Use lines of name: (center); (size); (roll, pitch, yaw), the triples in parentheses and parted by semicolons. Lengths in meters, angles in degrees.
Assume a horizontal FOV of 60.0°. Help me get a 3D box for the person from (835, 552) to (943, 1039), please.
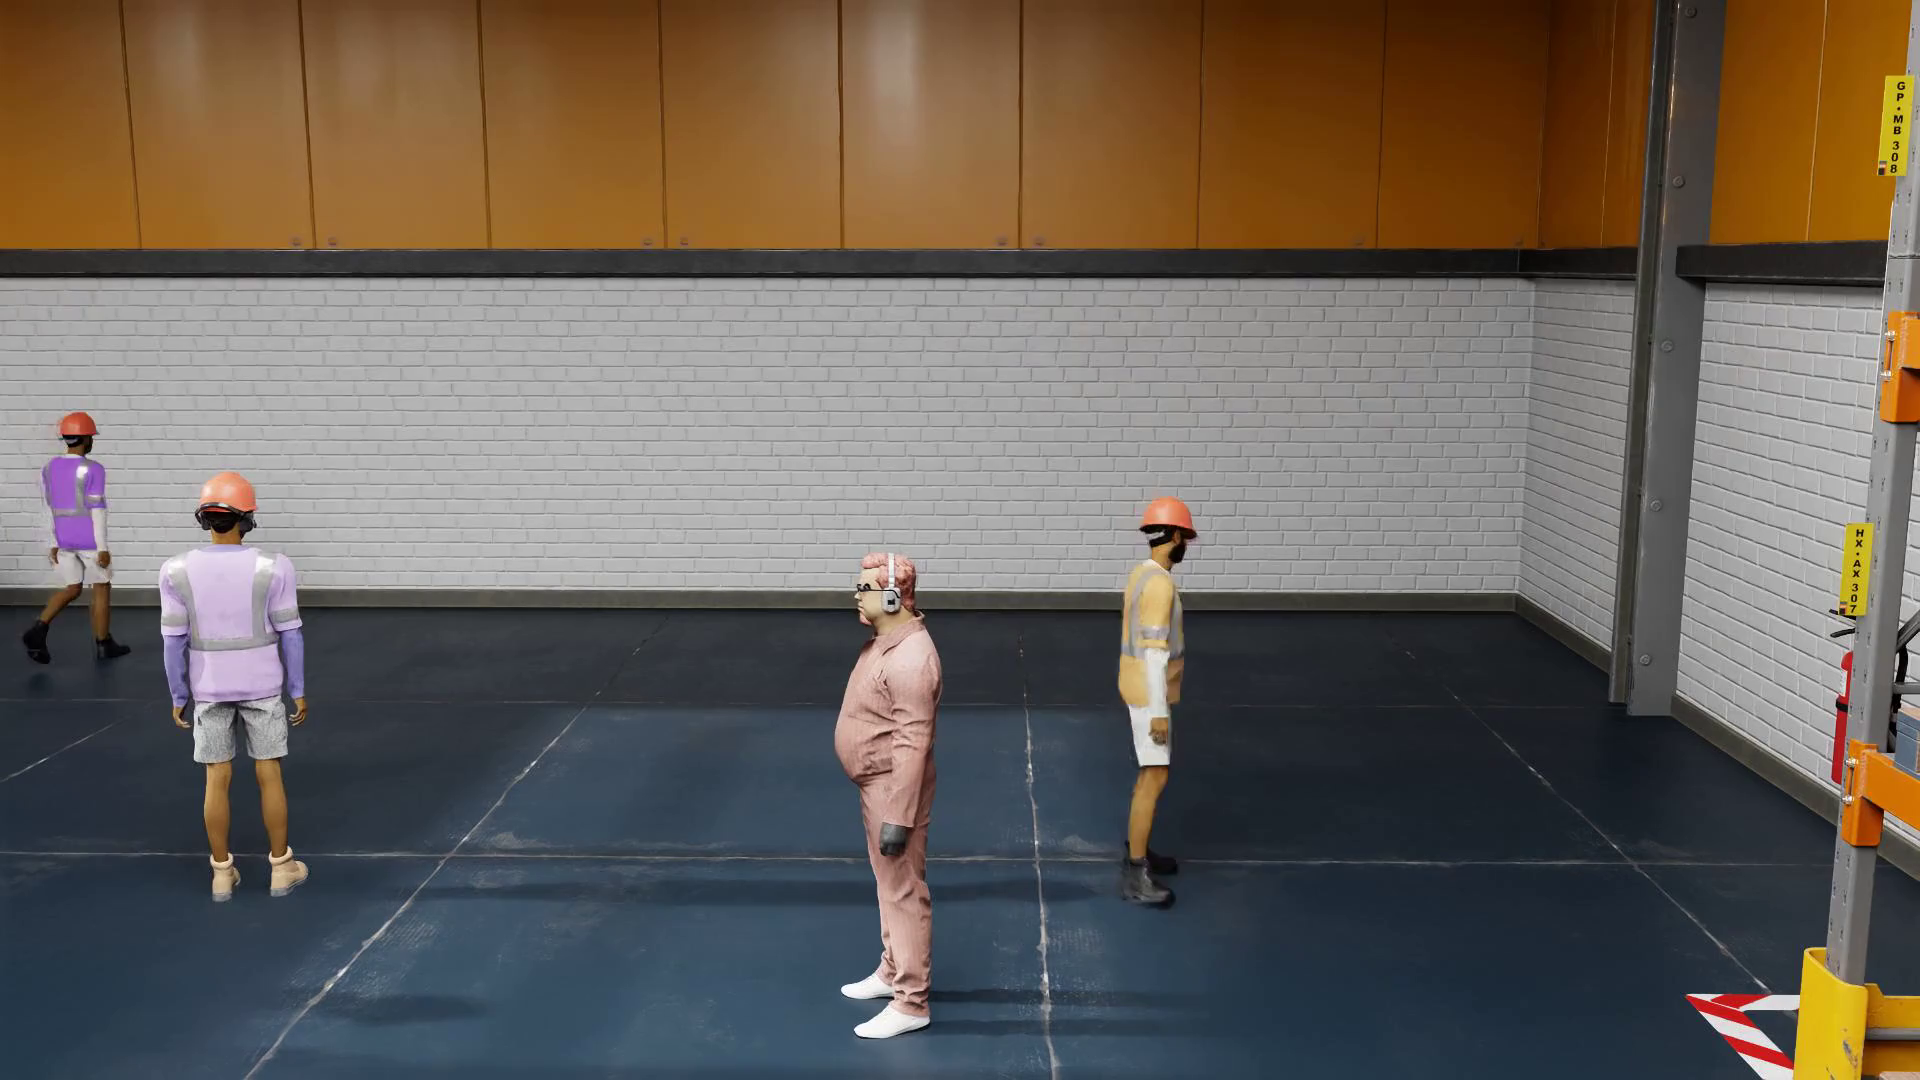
person: (-0.286, 0.989, 6.551); (0.410, 1.909, 0.643); (-2, 10, -10)

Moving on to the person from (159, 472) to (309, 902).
person: (-3.432, 0.693, 7.916); (0.615, 2.040, 0.391); (-2, 10, -11)

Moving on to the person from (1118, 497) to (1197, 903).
person: (0.954, 0.758, 8.009); (0.381, 1.889, 0.761); (1, 10, 5)

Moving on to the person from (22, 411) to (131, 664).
person: (-6.657, 0.006, 12.443); (0.552, 1.917, 0.749); (3, 10, 19)
